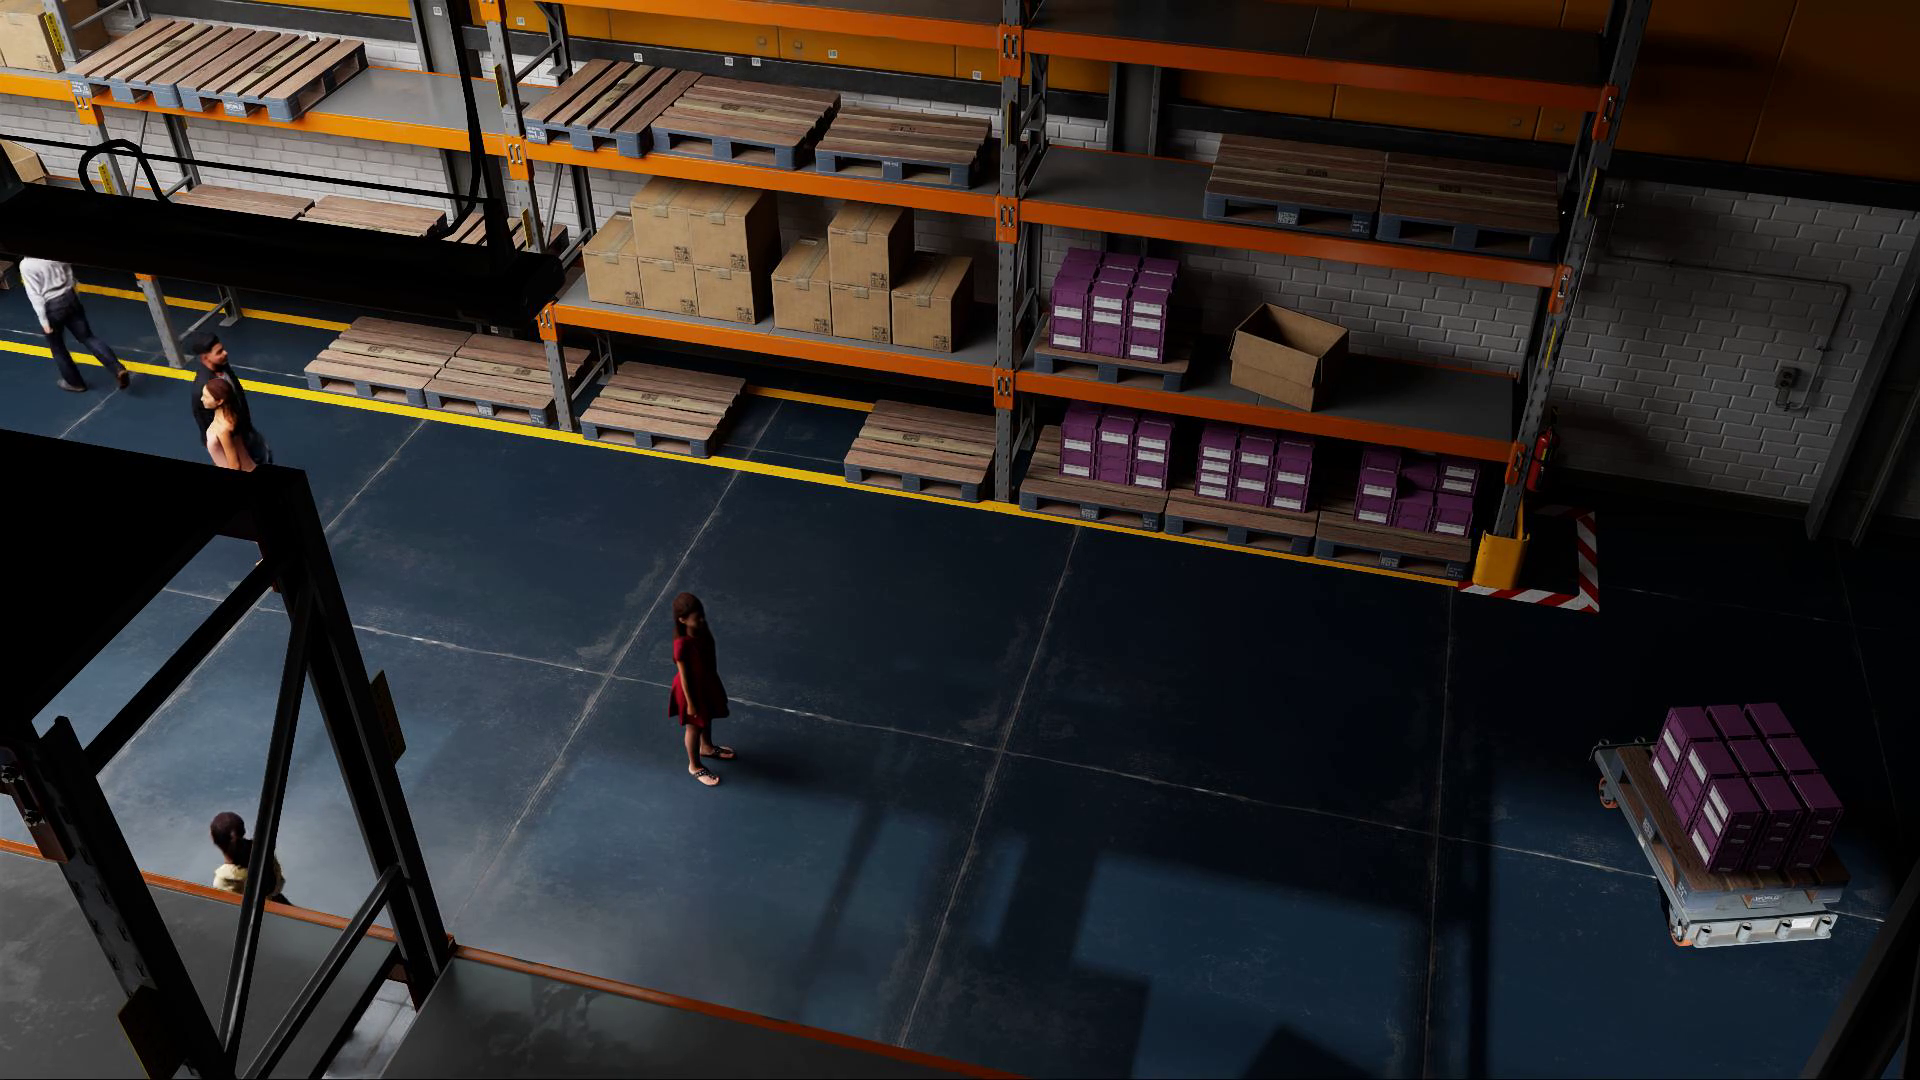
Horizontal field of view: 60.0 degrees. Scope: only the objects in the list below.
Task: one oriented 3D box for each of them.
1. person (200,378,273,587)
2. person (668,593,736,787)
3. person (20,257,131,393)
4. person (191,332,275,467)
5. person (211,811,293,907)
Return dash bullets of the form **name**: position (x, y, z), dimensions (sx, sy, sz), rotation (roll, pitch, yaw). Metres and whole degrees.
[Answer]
- **person**: position (-5.462, -0.451, 12.699), dimensions (0.684, 1.830, 0.656), rotation (-13, 40, -16)
- **person**: position (-1.765, 0.961, 11.152), dimensions (0.603, 1.554, 0.546), rotation (12, 40, 14)
- **person**: position (-7.920, -2.057, 14.734), dimensions (1.086, 1.800, 0.734), rotation (13, 40, 16)
- **person**: position (-5.883, -0.852, 13.228), dimensions (0.707, 1.797, 0.755), rotation (1, 39, 2)
- **person**: position (-3.915, 2.262, 9.517), dimensions (1.145, 1.562, 0.797), rotation (11, 40, 14)
